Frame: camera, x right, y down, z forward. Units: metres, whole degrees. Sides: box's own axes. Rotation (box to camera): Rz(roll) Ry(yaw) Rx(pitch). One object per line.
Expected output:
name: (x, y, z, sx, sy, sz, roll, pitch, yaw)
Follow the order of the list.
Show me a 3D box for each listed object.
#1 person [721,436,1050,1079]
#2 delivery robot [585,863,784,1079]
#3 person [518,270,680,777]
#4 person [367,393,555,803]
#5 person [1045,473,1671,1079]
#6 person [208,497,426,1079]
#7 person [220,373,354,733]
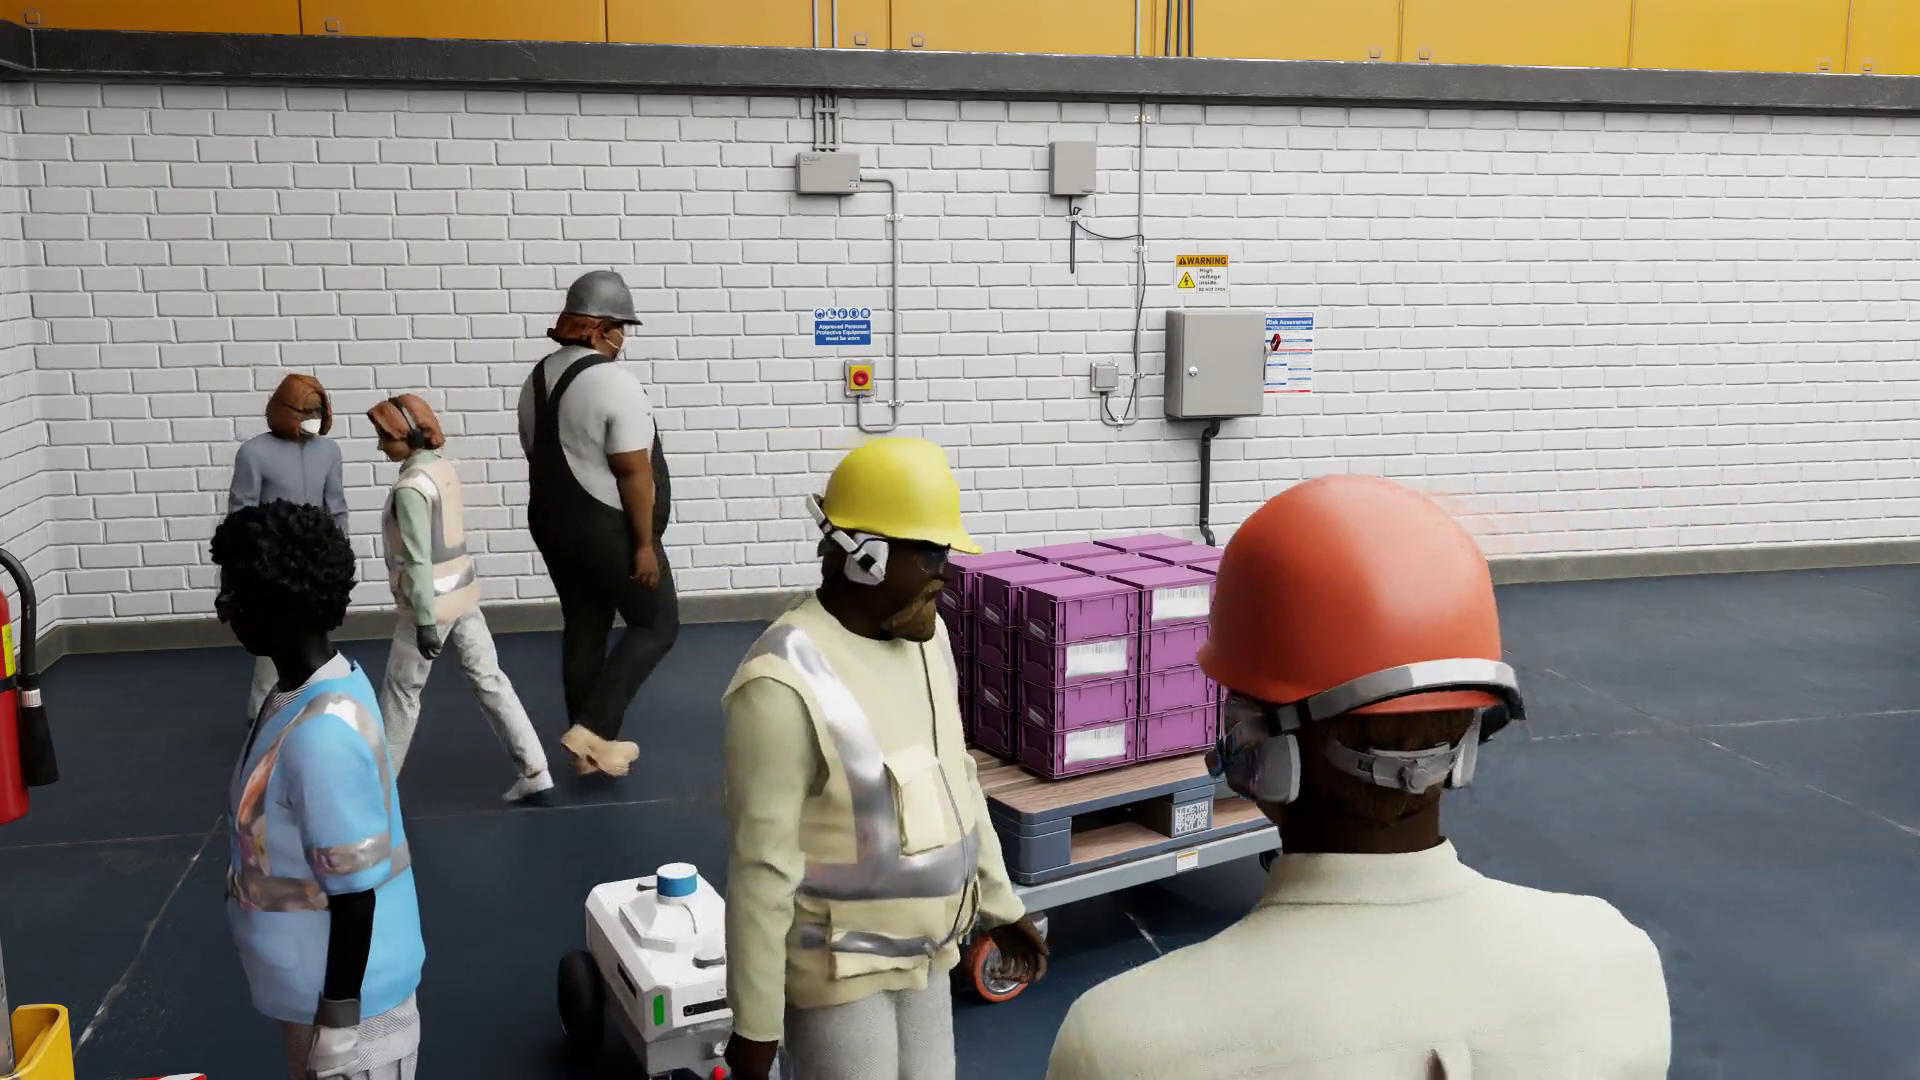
person: (-0.194, 0.709, 2.959, 0.554, 1.801, 0.608, 5, 11, 25)
delivery robot: (-0.707, 1.061, 4.198, 0.477, 0.478, 0.707, -5, 12, -25)
person: (-1.399, -0.052, 6.518, 0.713, 2.000, 0.536, 9, 13, 40)
person: (-1.935, 0.248, 6.154, 0.866, 1.576, 0.563, 1, 10, 3)
person: (0.353, 0.908, 1.496, 0.639, 1.940, 1.049, -3, 11, -18)
person: (-1.111, 0.766, 2.932, 0.317, 1.698, 0.540, -5, 11, -24)
person: (-2.720, 0.105, 6.884, 0.856, 1.581, 0.523, 5, 11, 25)
